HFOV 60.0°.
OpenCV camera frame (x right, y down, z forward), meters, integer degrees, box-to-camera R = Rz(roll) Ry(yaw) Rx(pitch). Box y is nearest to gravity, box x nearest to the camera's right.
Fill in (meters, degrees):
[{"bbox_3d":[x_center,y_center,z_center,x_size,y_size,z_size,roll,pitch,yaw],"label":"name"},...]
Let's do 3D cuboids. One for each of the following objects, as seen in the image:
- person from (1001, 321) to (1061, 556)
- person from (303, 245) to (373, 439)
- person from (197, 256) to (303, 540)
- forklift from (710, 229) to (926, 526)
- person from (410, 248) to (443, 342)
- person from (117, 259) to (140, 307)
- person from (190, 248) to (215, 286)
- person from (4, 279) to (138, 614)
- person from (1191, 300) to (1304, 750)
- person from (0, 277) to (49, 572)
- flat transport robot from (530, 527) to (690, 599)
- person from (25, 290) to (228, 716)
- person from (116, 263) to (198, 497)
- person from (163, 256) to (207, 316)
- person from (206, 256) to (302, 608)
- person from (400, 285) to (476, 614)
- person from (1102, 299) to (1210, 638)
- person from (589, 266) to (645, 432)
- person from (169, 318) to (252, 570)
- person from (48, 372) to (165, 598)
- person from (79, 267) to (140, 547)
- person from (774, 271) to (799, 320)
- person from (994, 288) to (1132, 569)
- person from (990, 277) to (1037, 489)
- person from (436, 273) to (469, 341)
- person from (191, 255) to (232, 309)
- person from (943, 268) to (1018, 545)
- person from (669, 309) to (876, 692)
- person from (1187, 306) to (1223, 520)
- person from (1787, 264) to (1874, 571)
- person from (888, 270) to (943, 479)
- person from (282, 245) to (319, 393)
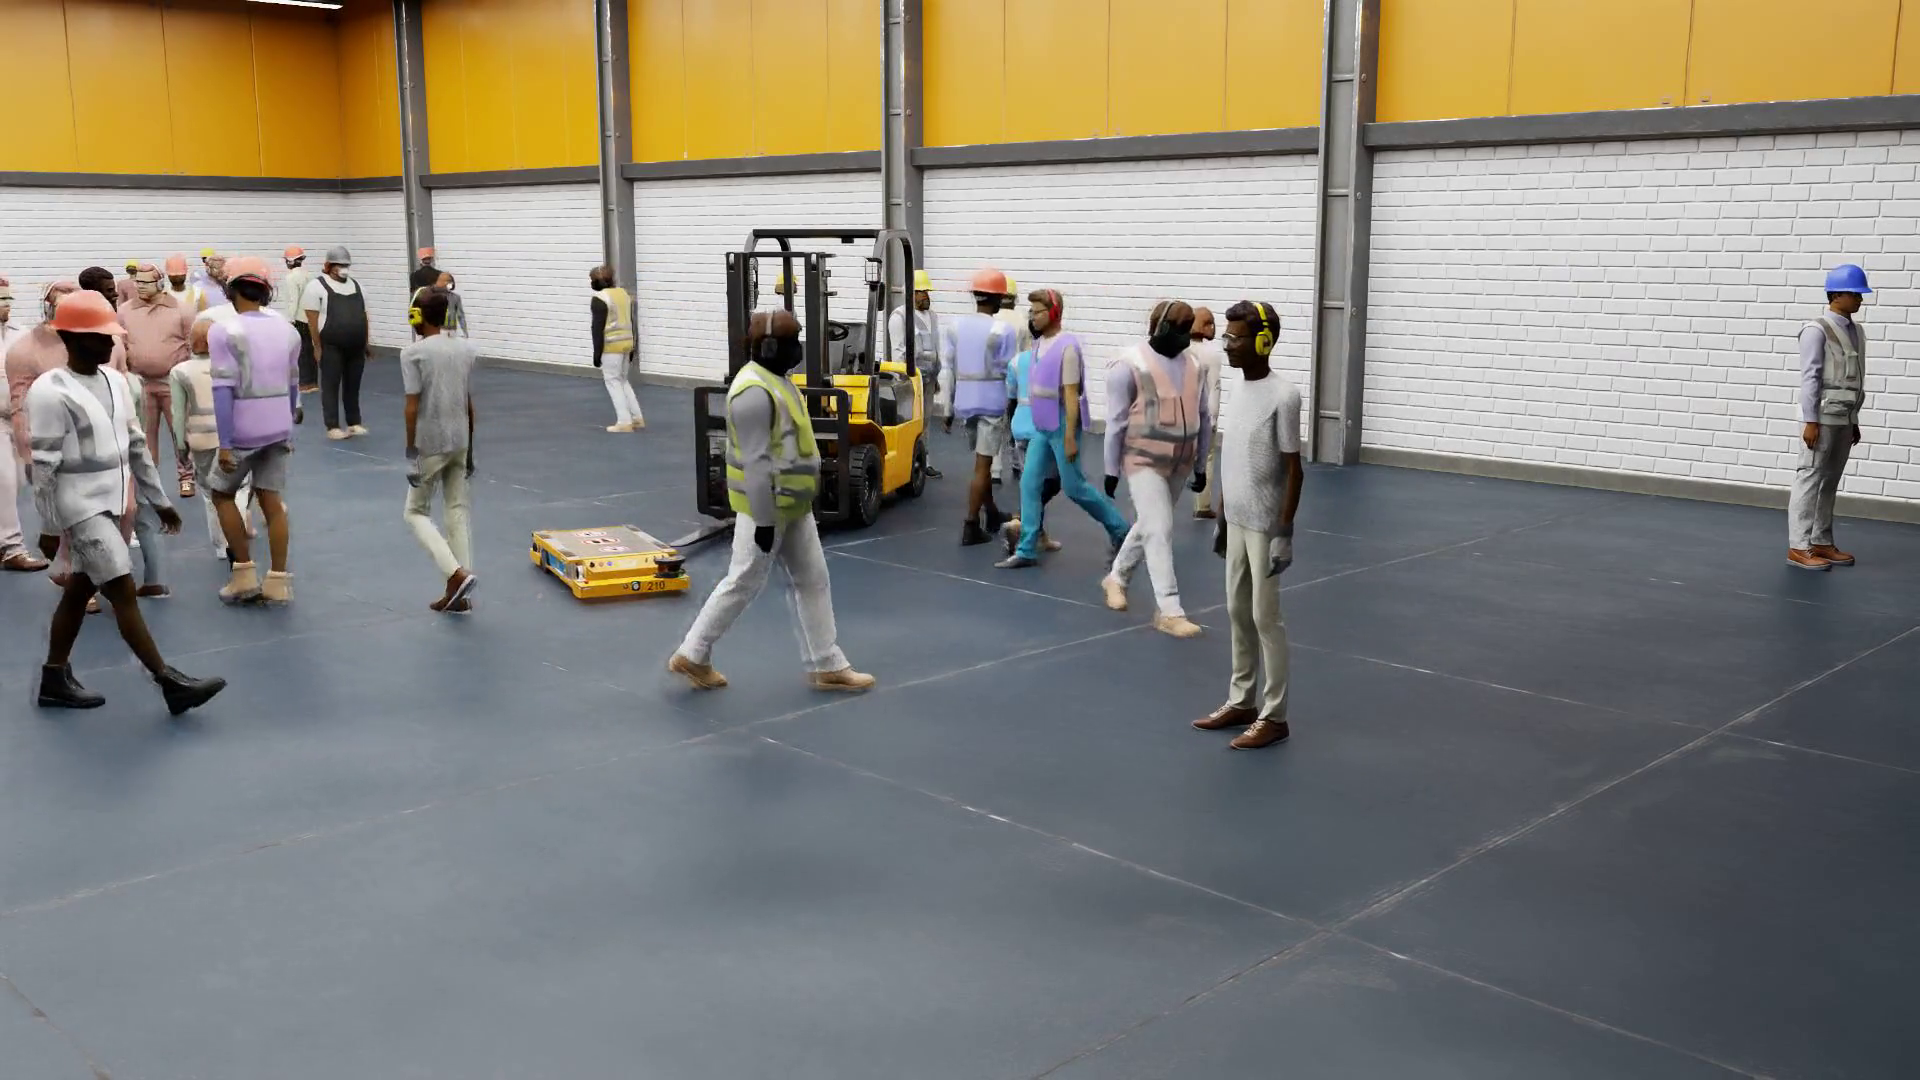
[{"bbox_3d":[0.477,-0.692,10.929,0.563,1.670,0.624,10,14,42],"label":"person"},{"bbox_3d":[-6.512,-2.095,17.570,0.535,2.000,0.682,8,13,37],"label":"person"},{"bbox_3d":[-5.059,-1.018,11.858,0.630,1.989,1.073,0,10,-1],"label":"person"},{"bbox_3d":[-1.050,-1.319,12.920,1.214,2.155,2.313,2,11,13],"label":"forklift"},{"bbox_3d":[-8.365,-3.627,26.208,0.649,1.937,1.046,-9,14,-41],"label":"person"},{"bbox_3d":[-12.910,-3.523,26.110,0.533,1.765,0.330,-3,11,-17],"label":"person"},{"bbox_3d":[-12.215,-3.793,27.146,0.589,1.924,0.384,-5,12,-25],"label":"person"},{"bbox_3d":[-4.914,-0.506,9.319,0.546,1.887,0.674,10,14,44],"label":"person"},{"bbox_3d":[1.220,-0.061,6.947,0.310,1.868,0.534,-4,11,-22],"label":"person"},{"bbox_3d":[-6.174,-0.749,10.699,0.681,1.883,0.666,3,11,14],"label":"person"},{"bbox_3d":[-2.208,0.112,10.362,0.652,0.197,1.431,-5,12,-25],"label":"flat transport robot"},{"bbox_3d":[-3.752,-0.151,7.369,0.978,1.882,0.565,1,10,4],"label":"person"},{"bbox_3d":[-6.509,-1.283,13.511,0.645,1.905,0.400,-2,11,-9],"label":"person"},{"bbox_3d":[-8.319,-2.065,17.820,0.557,1.895,0.893,-5,11,-25],"label":"person"},{"bbox_3d":[-4.096,-0.617,9.589,0.624,2.005,0.630,5,12,27],"label":"person"},{"bbox_3d":[-2.906,-0.491,9.338,0.430,1.852,0.536,8,13,36],"label":"person"},{"bbox_3d":[1.064,-0.427,9.166,0.639,1.799,0.951,-7,12,-33],"label":"person"},{"bbox_3d":[-3.765,-2.062,18.042,0.460,1.814,0.653,3,11,17],"label":"person"},{"bbox_3d":[-4.774,-0.618,10.694,0.522,1.608,0.786,-3,11,-17],"label":"person"},{"bbox_3d":[-5.050,-0.446,9.792,0.768,1.596,0.513,4,11,20],"label":"person"},{"bbox_3d":[-5.877,-0.903,11.409,0.392,1.917,0.591,-4,11,-19],"label":"person"},{"bbox_3d":[-1.955,-2.193,18.909,0.284,1.746,0.492,-1,10,-7],"label":"person"},{"bbox_3d":[0.684,-0.713,10.690,0.898,1.809,0.574,-4,11,-21],"label":"person"},{"bbox_3d":[0.372,-1.362,14.293,0.592,1.770,0.959,1,10,4],"label":"person"},{"bbox_3d":[-7.098,-2.910,23.174,0.694,1.599,0.525,8,13,39],"label":"person"},{"bbox_3d":[-8.449,-2.294,19.020,0.402,1.906,0.652,5,12,26],"label":"person"},{"bbox_3d":[0.246,-0.941,11.653,0.561,1.898,0.880,8,13,36],"label":"person"},{"bbox_3d":[-0.909,-0.168,7.710,0.939,1.804,0.633,2,11,9],"label":"person"},{"bbox_3d":[1.688,-0.922,12.324,0.501,1.616,0.647,9,13,39],"label":"person"},{"bbox_3d":[5.593,-0.788,10.694,0.604,1.949,0.384,-8,13,-36],"label":"person"},{"bbox_3d":[-0.362,-1.421,14.461,0.404,1.832,0.596,7,12,34],"label":"person"},{"bbox_3d":[-8.977,-2.994,22.591,0.385,1.993,0.623,1,10,4],"label":"person"}]
